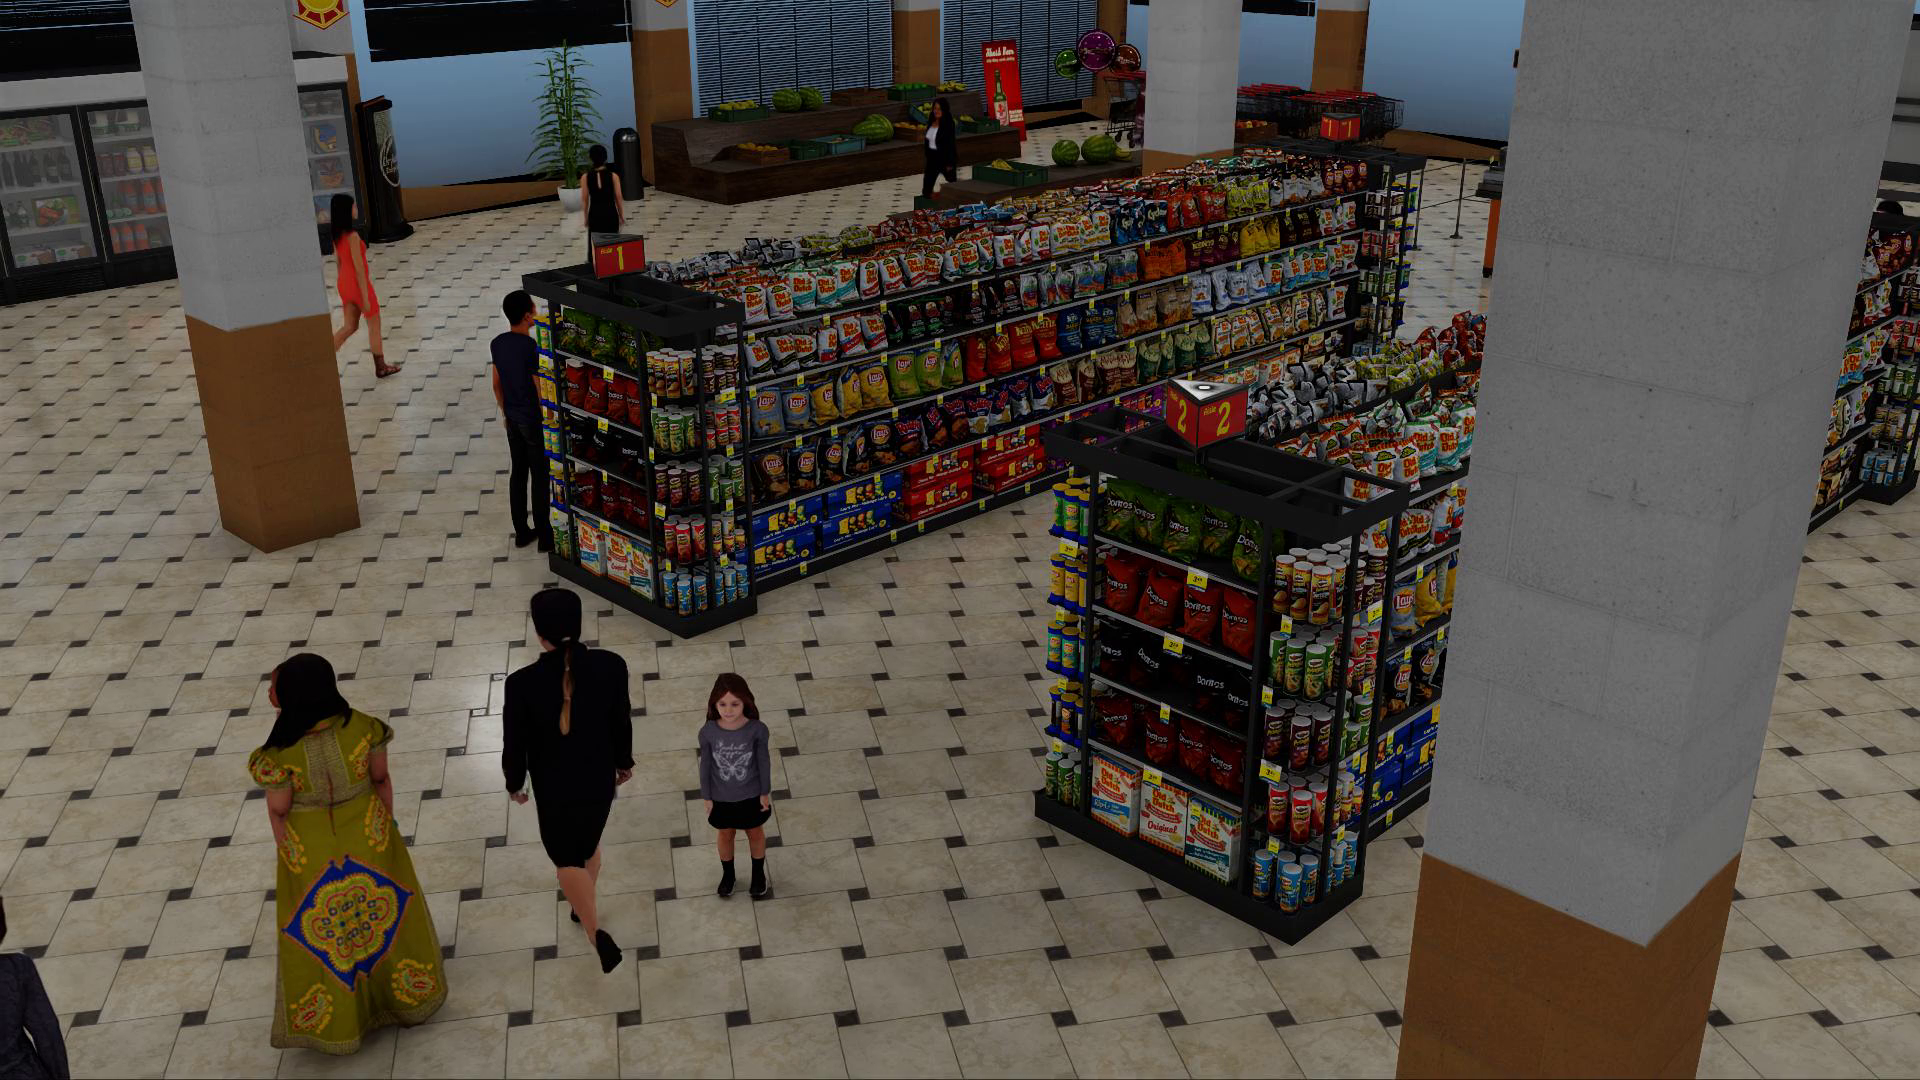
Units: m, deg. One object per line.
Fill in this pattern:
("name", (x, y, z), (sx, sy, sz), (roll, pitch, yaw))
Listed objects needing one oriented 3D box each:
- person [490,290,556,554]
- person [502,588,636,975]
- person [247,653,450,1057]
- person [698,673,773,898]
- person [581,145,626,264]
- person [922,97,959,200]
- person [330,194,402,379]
("person", (-2.917, -0.798, 11.183), (0.694, 1.791, 0.590), (13, 25, 30))
("person", (-1.571, 1.032, 6.820), (0.980, 1.649, 0.908), (-13, 25, -28))
("person", (-2.398, 1.197, 6.401), (0.744, 1.654, 0.947), (-16, 27, -34))
("person", (-0.990, 1.083, 7.419), (0.514, 1.107, 0.585), (-2, 22, -4))
("person", (-3.894, -3.490, 18.135), (0.654, 1.603, 0.731), (-2, 22, -5))
("person", (-0.185, -5.021, 22.003), (0.757, 1.561, 1.163), (15, 27, 33))
("person", (-5.461, -2.203, 14.811), (0.681, 1.694, 1.067), (16, 27, 35))
